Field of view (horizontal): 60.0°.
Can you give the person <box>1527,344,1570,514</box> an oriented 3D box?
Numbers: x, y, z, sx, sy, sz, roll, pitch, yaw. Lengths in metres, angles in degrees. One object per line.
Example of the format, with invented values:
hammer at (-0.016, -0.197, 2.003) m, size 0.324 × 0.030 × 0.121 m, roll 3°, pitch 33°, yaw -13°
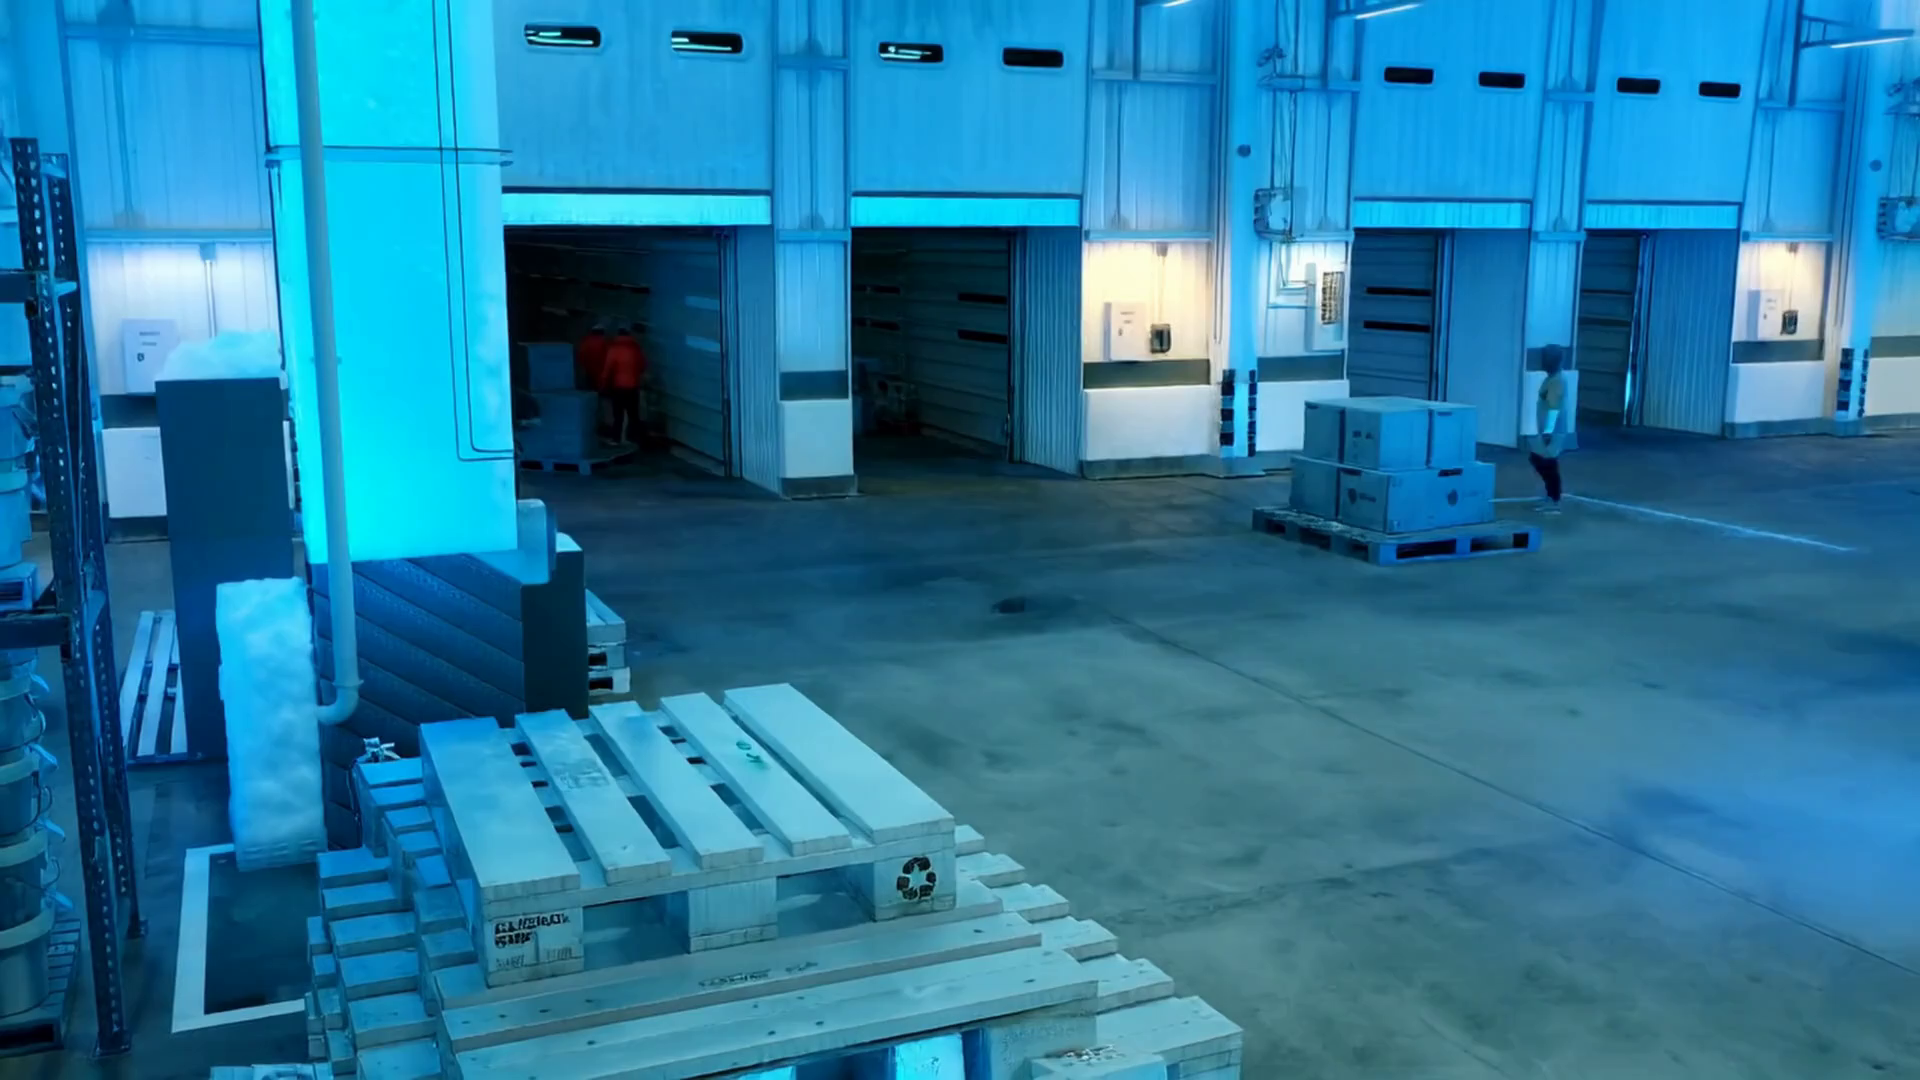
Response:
person at (5.826, -1.090, 16.445) m, size 0.367 × 1.685 × 0.543 m, roll 2°, pitch 11°, yaw 12°
